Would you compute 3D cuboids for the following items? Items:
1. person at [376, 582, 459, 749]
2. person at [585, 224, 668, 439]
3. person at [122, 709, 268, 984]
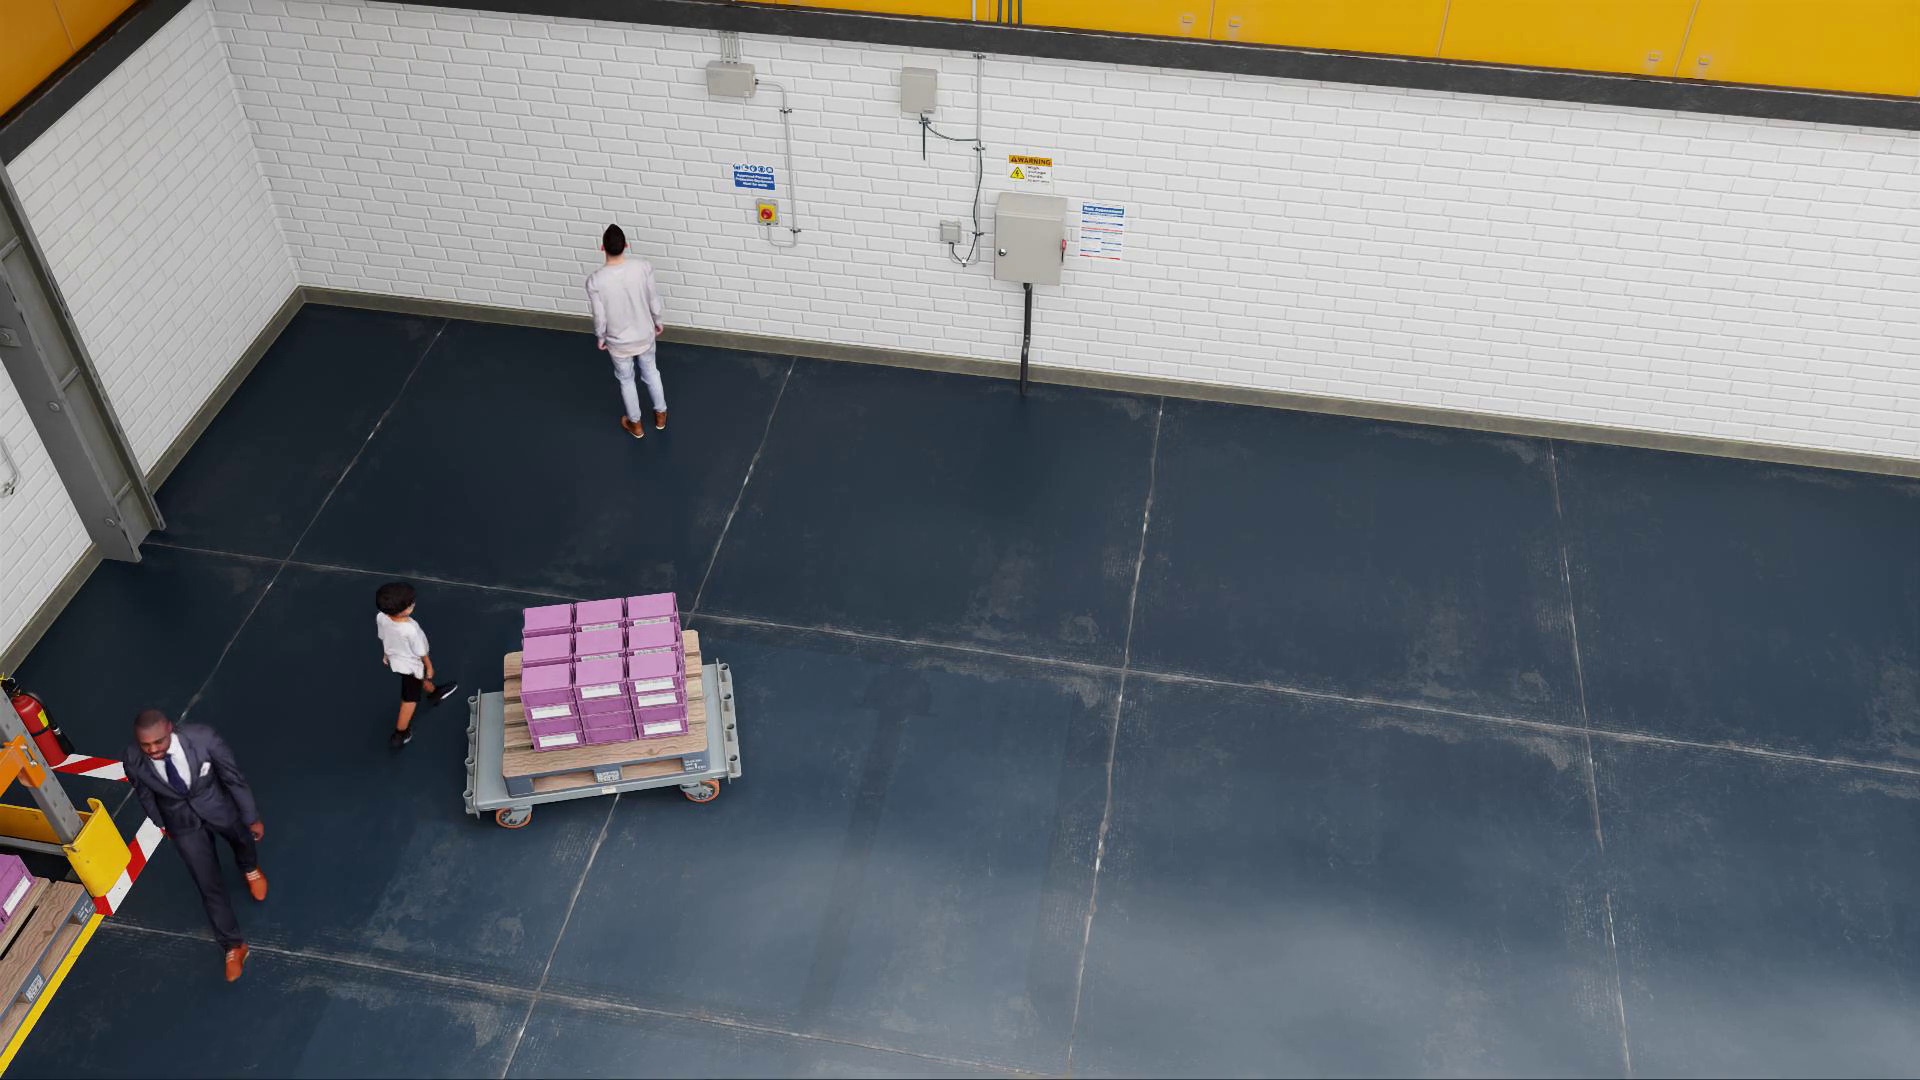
[{"bbox_3d":[-3.460,0.779,10.308,0.694,1.234,0.928,20,47,20],"label":"person"},{"bbox_3d":[-2.444,-1.548,12.311,0.767,1.840,0.789,-19,47,-19],"label":"person"},{"bbox_3d":[-4.170,1.462,9.189,1.094,1.787,1.246,-18,46,-18],"label":"person"}]
